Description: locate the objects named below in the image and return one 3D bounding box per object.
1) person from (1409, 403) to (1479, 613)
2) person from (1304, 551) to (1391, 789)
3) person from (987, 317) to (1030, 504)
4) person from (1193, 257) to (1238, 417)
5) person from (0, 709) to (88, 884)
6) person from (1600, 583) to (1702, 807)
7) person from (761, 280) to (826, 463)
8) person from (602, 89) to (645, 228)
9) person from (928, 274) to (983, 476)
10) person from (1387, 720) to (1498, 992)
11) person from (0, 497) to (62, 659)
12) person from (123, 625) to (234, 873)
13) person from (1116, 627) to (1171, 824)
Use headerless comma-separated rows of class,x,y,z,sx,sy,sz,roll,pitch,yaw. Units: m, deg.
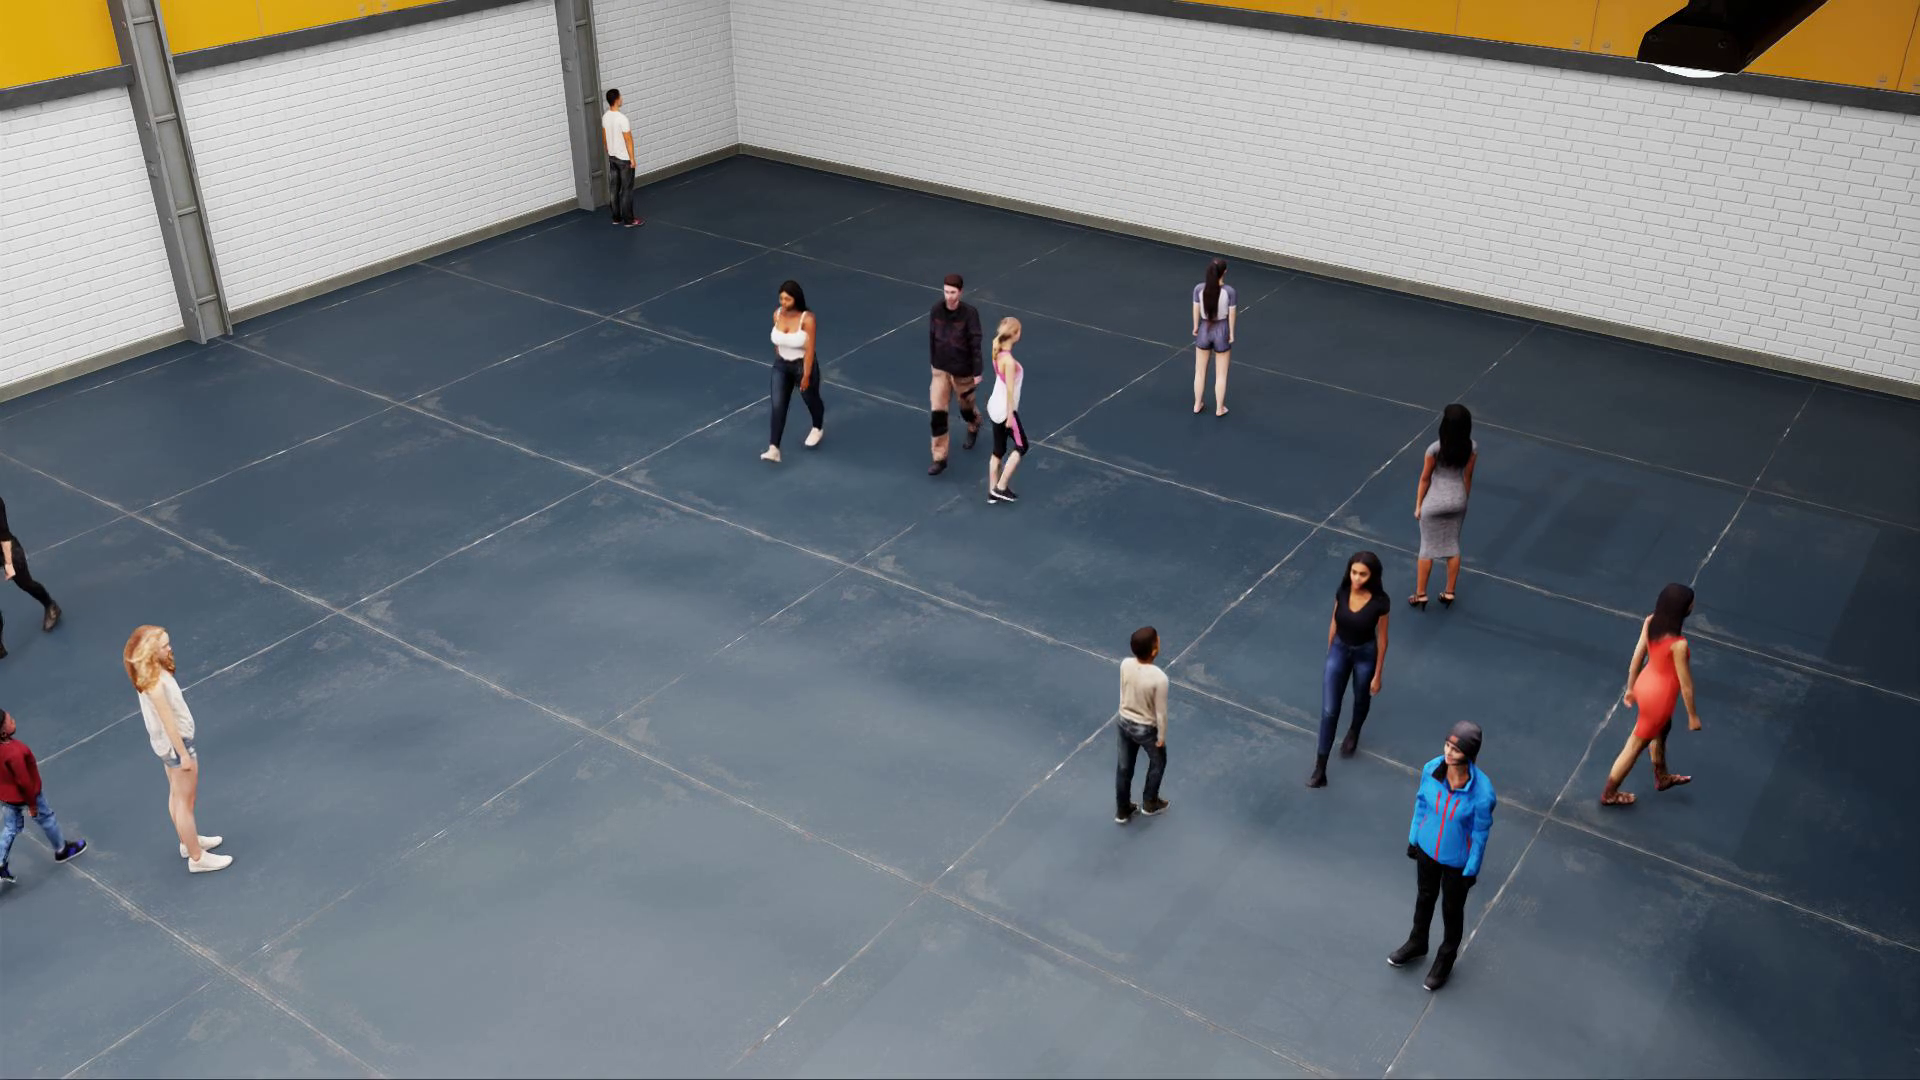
person,3.866,-0.250,13.274,0.674,1.776,0.727,-4,29,-7
person,2.735,0.822,11.403,0.653,1.686,1.160,15,32,25
person,0.305,-1.127,14.886,0.740,1.772,0.714,-11,31,-19
person,2.547,-2.040,16.686,0.637,1.650,0.588,12,31,20
person,-5.957,1.612,10.421,0.606,1.240,0.867,12,31,20
person,4.500,1.066,10.946,0.992,1.694,0.954,-3,29,-5
person,-1.498,-1.632,15.832,0.785,1.753,1.205,12,31,22
person,-4.526,-5.081,22.104,0.642,1.801,0.525,20,34,32
person,-0.011,-1.609,15.652,0.939,1.884,1.314,9,30,16
person,2.785,1.793,9.507,0.625,1.797,0.675,-21,35,-33
person,-7.356,0.087,12.831,0.944,1.608,1.132,1,29,2
person,-4.953,1.309,10.442,0.630,1.752,0.642,-17,33,-29
person,1.131,1.249,10.863,0.552,1.453,0.581,18,33,30
